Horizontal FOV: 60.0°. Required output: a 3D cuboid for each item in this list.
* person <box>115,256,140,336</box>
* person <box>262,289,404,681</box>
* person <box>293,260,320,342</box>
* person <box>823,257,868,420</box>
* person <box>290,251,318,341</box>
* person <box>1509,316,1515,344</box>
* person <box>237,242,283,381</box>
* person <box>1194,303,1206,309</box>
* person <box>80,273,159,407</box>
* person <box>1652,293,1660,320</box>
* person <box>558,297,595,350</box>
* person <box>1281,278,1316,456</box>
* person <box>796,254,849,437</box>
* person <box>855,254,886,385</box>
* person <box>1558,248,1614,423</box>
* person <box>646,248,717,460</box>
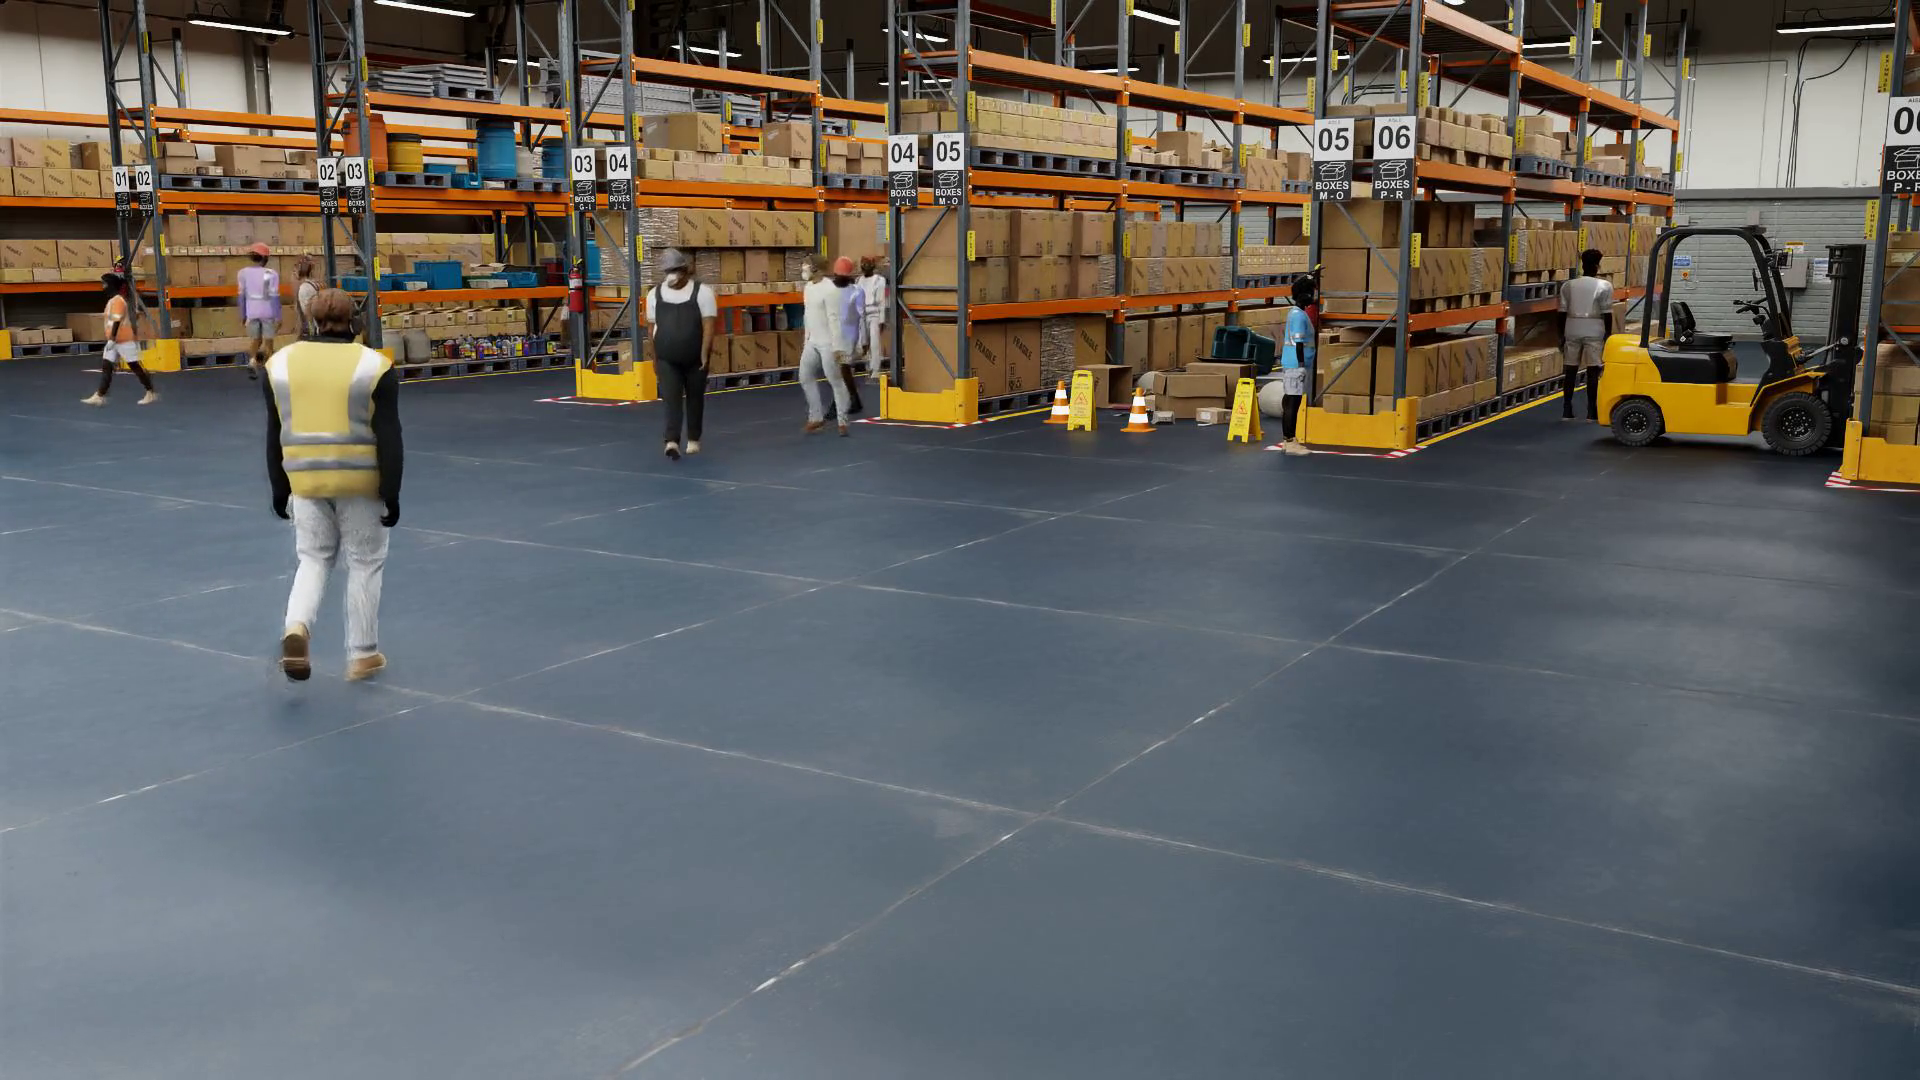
[{"bbox_3d":[-14.164,-3.928,28.286,0.615,1.829,0.404,6,12,30],"label":"person"},{"bbox_3d":[-2.859,-0.223,7.563,0.647,1.818,0.631,0,10,1],"label":"person"},{"bbox_3d":[-8.886,-2.932,22.832,0.978,1.796,0.527,0,10,-3],"label":"person"},{"bbox_3d":[-1.359,-2.361,19.427,0.565,1.878,0.984,3,11,19],"label":"person"},{"bbox_3d":[-9.996,-3.471,25.506,0.403,1.906,0.651,-8,13,-37],"label":"person"},{"bbox_3d":[11.050,-4.772,32.892,0.661,1.865,1.054,3,11,16],"label":"person"},{"bbox_3d":[-10.056,-3.253,23.924,0.628,2.030,0.497,1,10,5],"label":"person"},{"bbox_3d":[5.560,-5.903,38.996,0.619,1.971,0.647,-4,11,-22],"label":"person"},{"bbox_3d":[-10.462,-2.480,20.667,0.872,1.649,0.539,-8,13,-37],"label":"person"},{"bbox_3d":[13.522,-4.674,32.200,0.596,1.914,0.445,-10,14,-43],"label":"person"},{"bbox_3d":[-7.005,-4.306,30.238,0.559,1.895,0.976,6,12,31],"label":"person"},{"bbox_3d":[3.240,-1.656,15.940,0.319,1.693,0.532,1,10,5],"label":"person"},{"bbox_3d":[-1.477,-2.045,17.519,0.555,1.905,0.714,-7,12,-33],"label":"person"},{"bbox_3d":[-1.296,-3.136,23.754,0.584,1.871,0.404,7,12,33],"label":"person"},{"bbox_3d":[7.089,-2.315,18.861,0.611,1.964,0.364,8,13,38],"label":"person"},{"bbox_3d":[-2.635,-1.790,15.718,0.677,2.000,1.035,-1,10,-4],"label":"person"}]
